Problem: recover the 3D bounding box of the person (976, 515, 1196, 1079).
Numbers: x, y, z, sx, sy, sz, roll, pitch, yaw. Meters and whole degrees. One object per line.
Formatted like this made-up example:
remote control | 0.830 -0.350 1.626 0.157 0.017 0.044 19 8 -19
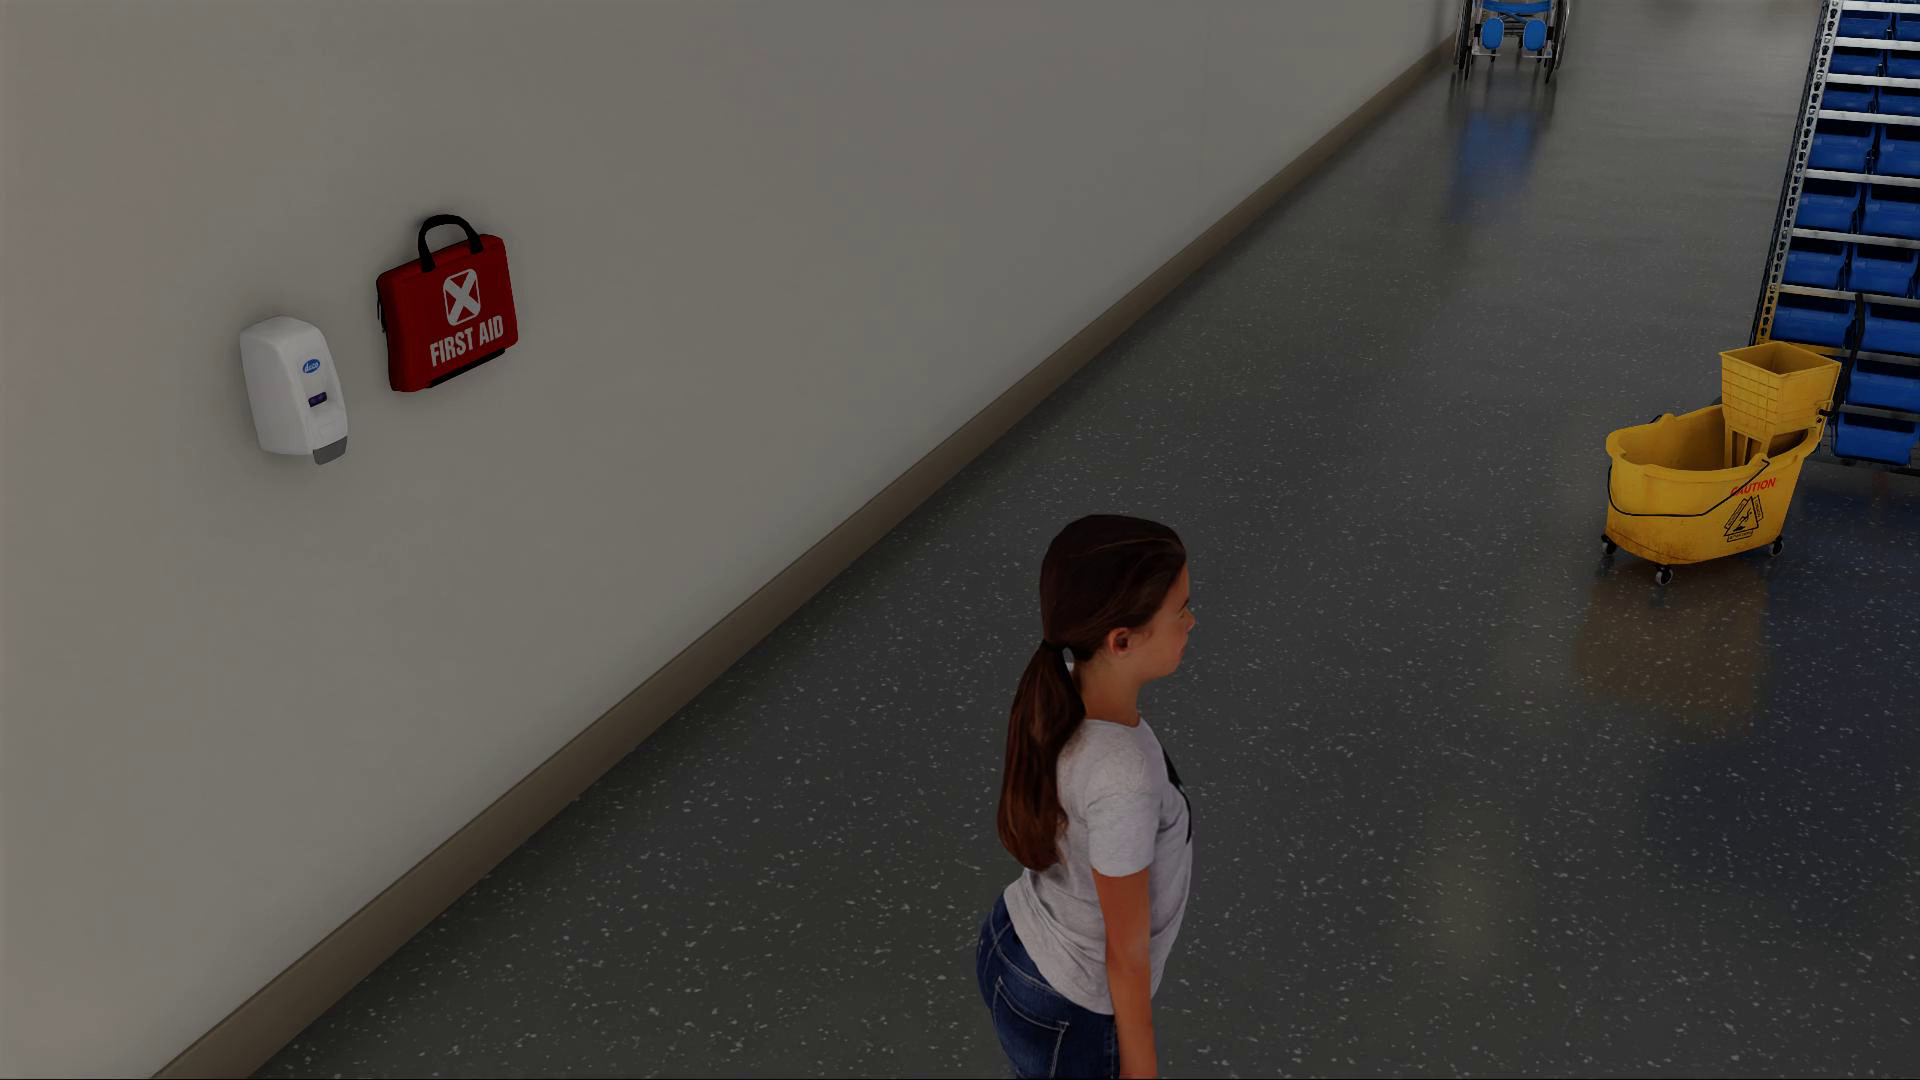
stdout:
person | 0.174 0.665 2.483 0.669 1.561 0.621 -6 26 -11
